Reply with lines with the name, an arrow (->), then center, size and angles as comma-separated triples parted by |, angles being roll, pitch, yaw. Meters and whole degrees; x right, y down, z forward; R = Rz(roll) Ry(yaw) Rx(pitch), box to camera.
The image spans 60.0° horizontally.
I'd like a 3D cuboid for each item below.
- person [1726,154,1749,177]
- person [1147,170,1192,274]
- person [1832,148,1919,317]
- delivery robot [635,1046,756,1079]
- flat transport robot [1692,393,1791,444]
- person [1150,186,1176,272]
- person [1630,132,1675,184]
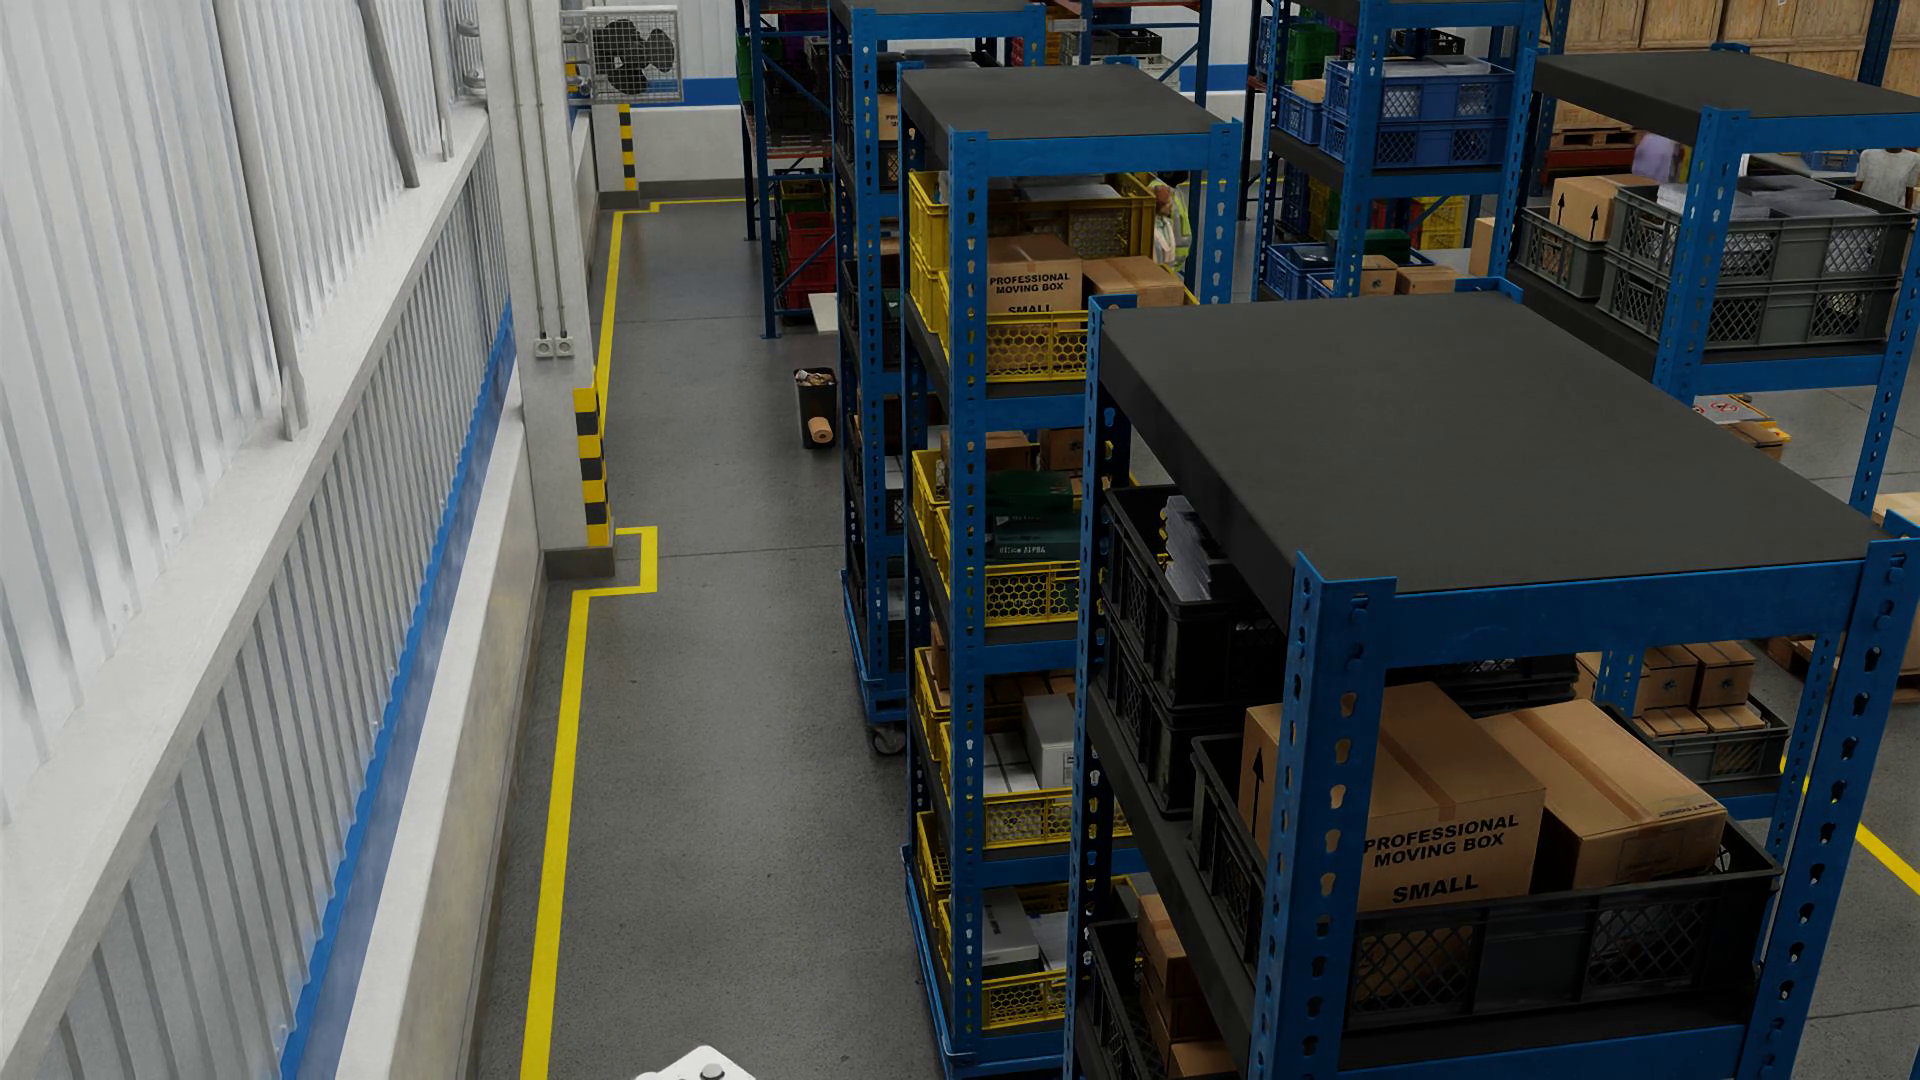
person -> 6.847, -3.031, 14.953 | 0.577, 1.878, 0.349 | -19, 31, -35
person -> 1.609, -2.184, 13.164 | 0.430, 1.837, 0.629 | 6, 25, 14
person -> 7.855, -2.714, 14.271 | 0.511, 1.867, 0.329 | 12, 27, 24
delivery robot -> -1.012, 1.983, 5.511 | 0.477, 0.478, 0.707 | 21, 32, 38
flat transport robot -> 5.224, -0.859, 12.132 | 1.431, 0.197, 0.652 | -4, 25, -8
person -> 1.485, -1.902, 12.781 | 0.316, 1.634, 0.521 | 14, 28, 28
person -> 6.130, -3.008, 14.846 | 0.602, 1.923, 0.651 | 13, 28, 26
